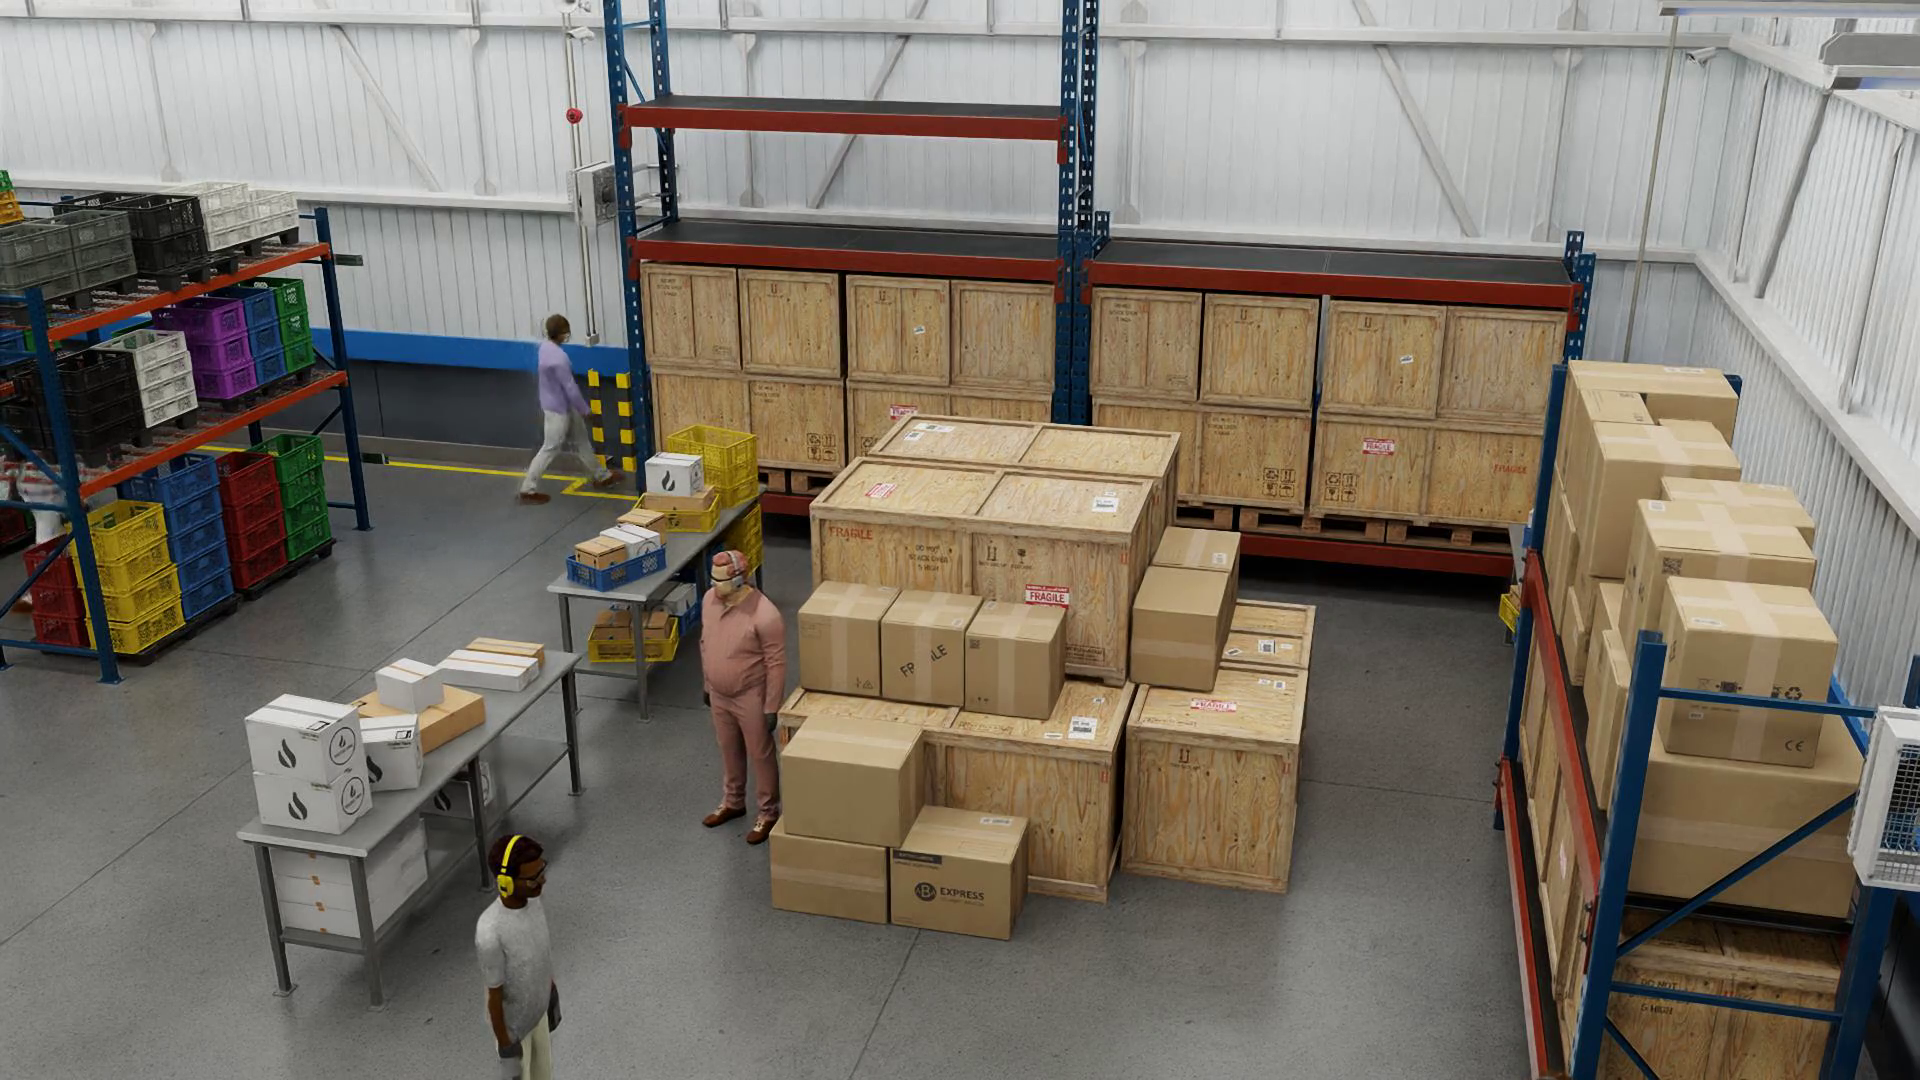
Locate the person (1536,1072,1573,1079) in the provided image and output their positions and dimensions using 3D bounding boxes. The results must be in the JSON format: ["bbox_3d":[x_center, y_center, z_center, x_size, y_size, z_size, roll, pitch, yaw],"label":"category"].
[{"bbox_3d":[2.024,2.652,5.917,0.431,1.833,0.643,-17,27,-38],"label":"person"}]

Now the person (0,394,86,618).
[{"bbox_3d":[-7.602,-0.322,13.691,0.574,1.816,1.053,8,22,19],"label":"person"}]

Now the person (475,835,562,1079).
[{"bbox_3d":[-1.895,2.112,7.280,0.328,1.861,0.502,5,22,14],"label":"person"}]

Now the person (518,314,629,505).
[{"bbox_3d":[-3.845,-1.278,16.141,1.096,1.870,0.627,-7,22,-17],"label":"person"}]

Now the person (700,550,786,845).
[{"bbox_3d":[-1.364,0.956,10.238,0.643,1.905,0.399,16,26,35],"label":"person"}]
